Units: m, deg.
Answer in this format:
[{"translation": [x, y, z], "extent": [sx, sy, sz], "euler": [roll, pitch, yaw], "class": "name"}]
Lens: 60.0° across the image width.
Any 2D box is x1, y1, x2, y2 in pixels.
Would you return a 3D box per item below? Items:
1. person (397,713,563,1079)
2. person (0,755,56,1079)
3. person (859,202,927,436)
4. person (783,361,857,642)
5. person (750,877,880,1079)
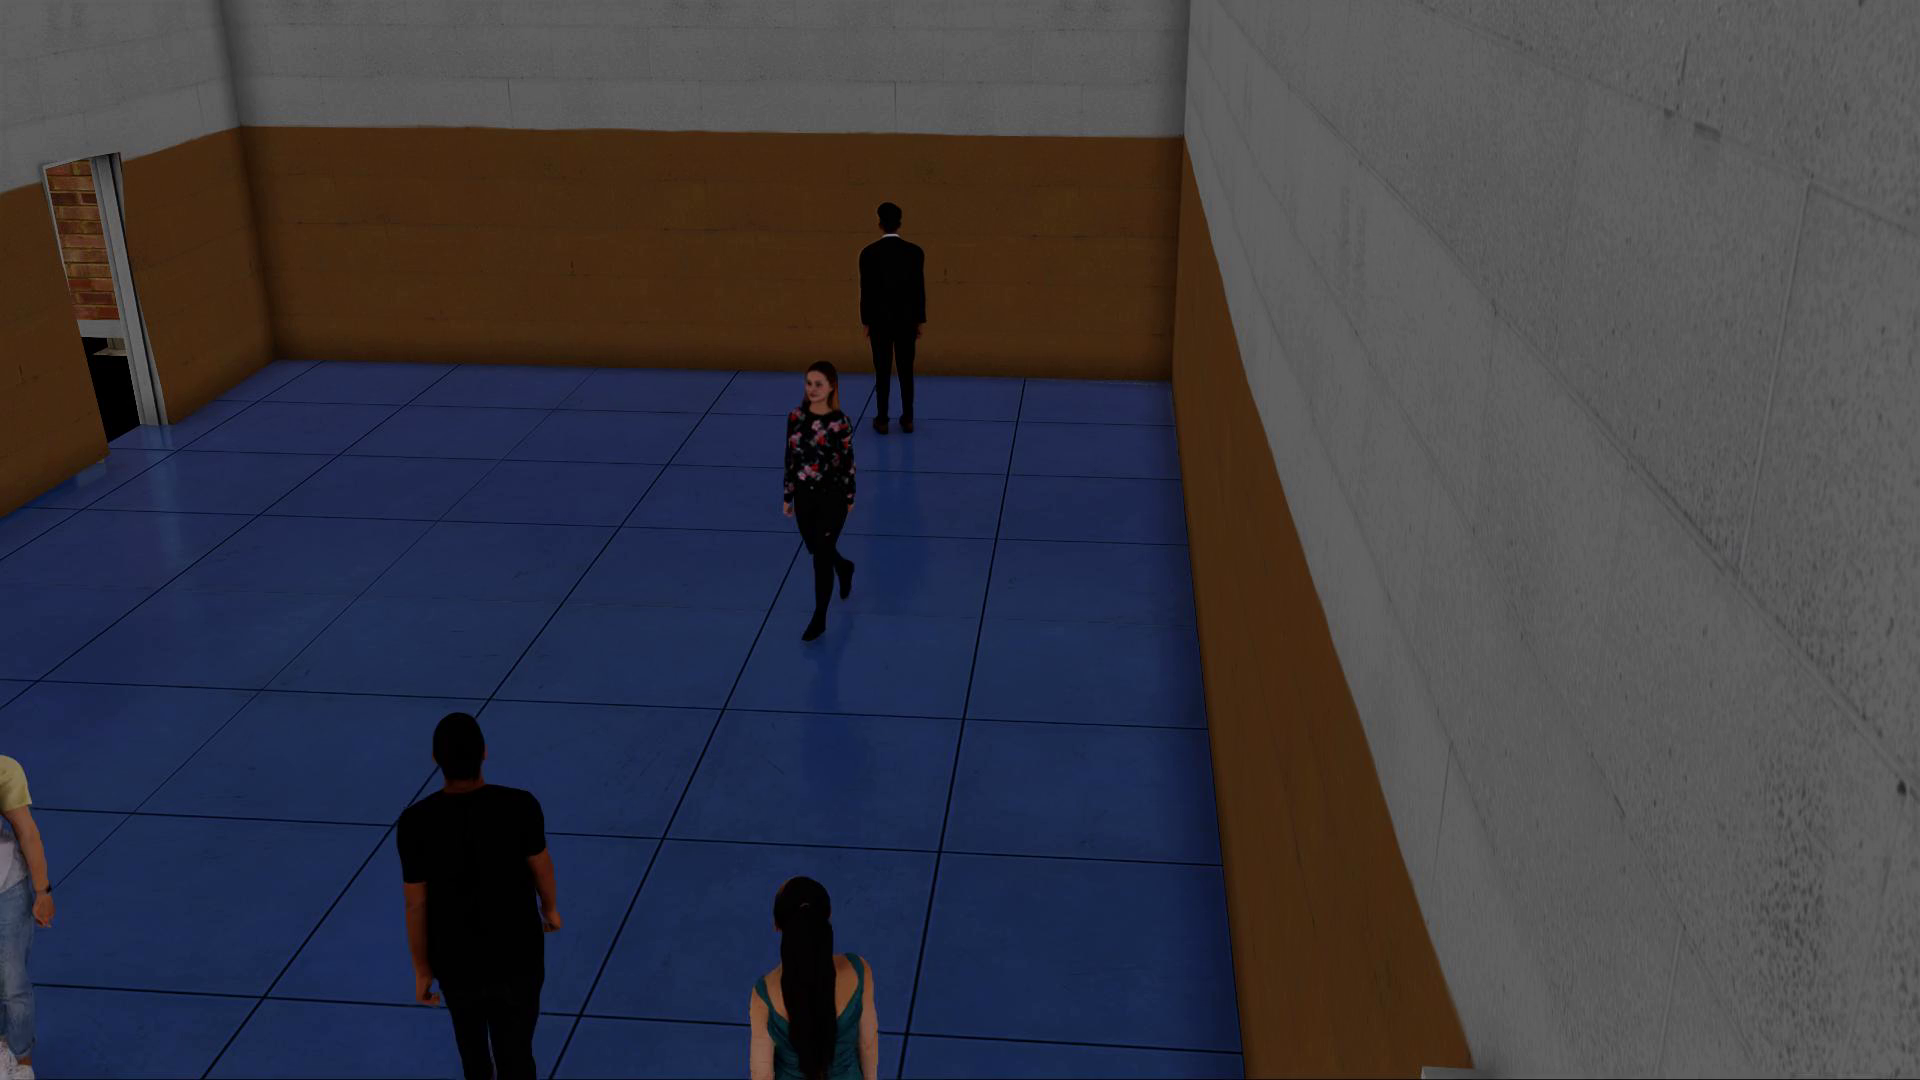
[{"translation": [-1.606, 1.446, 5.625], "extent": [1.024, 1.728, 0.869], "euler": [-3, 22, -8], "class": "person"}, {"translation": [-3.565, 1.266, 6.068], "extent": [0.698, 1.716, 0.800], "euler": [-7, 23, -17], "class": "person"}, {"translation": [-0.542, -1.790, 13.476], "extent": [0.573, 1.879, 0.791], "euler": [-3, 22, -7], "class": "person"}, {"translation": [-0.806, -0.276, 10.008], "extent": [1.036, 1.655, 0.848], "euler": [9, 24, 22], "class": "person"}, {"translation": [-0.397, 1.761, 4.917], "extent": [0.874, 1.671, 0.791], "euler": [-6, 23, -14], "class": "person"}]
